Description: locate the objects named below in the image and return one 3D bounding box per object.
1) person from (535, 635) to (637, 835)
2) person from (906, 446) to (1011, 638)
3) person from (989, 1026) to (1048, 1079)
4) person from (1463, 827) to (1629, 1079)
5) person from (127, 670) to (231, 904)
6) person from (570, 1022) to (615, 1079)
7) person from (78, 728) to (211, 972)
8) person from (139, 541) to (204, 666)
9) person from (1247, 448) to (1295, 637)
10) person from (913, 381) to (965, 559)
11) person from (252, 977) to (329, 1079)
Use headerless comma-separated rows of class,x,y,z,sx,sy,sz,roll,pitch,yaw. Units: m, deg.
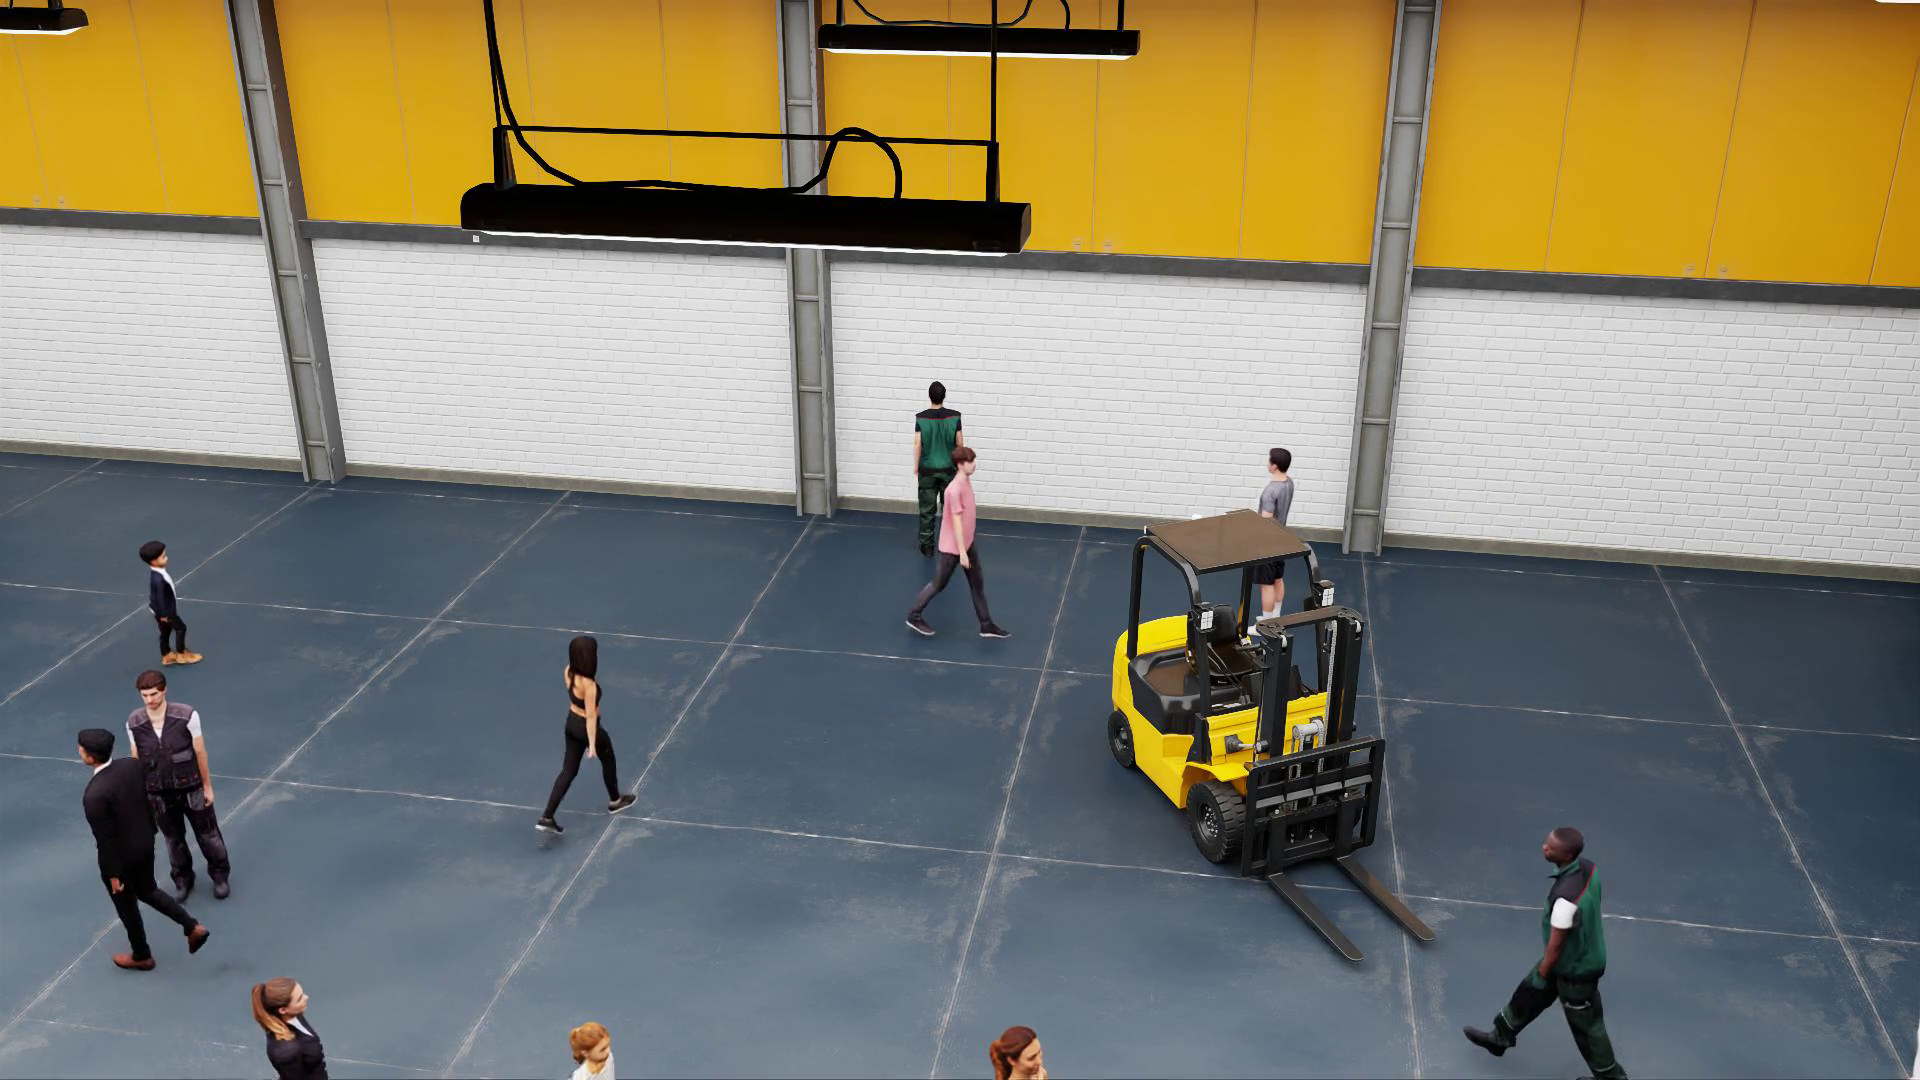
person,-2.923,1.500,12.598,1.103,1.603,0.957,17,29,34
person,-0.130,0.055,15.524,1.259,1.906,0.734,7,25,16
person,0.292,3.209,8.453,0.715,1.792,0.675,20,31,38
person,3.727,2.572,9.941,1.308,1.766,0.952,13,27,27
person,-5.536,1.727,11.774,0.651,1.845,0.787,-5,24,-12
person,-2.043,3.184,9.127,0.838,1.297,0.624,13,27,27
person,-5.411,2.126,11.011,0.942,1.727,0.720,5,24,11
person,-7.310,0.594,15.152,0.698,1.216,0.638,-11,26,-24
person,2.956,0.015,15.658,0.719,1.873,0.736,16,28,33
person,-0.233,-0.750,17.372,0.638,1.901,0.811,-4,24,-9
person,-3.587,3.061,8.883,0.887,1.718,0.774,-8,25,-18
